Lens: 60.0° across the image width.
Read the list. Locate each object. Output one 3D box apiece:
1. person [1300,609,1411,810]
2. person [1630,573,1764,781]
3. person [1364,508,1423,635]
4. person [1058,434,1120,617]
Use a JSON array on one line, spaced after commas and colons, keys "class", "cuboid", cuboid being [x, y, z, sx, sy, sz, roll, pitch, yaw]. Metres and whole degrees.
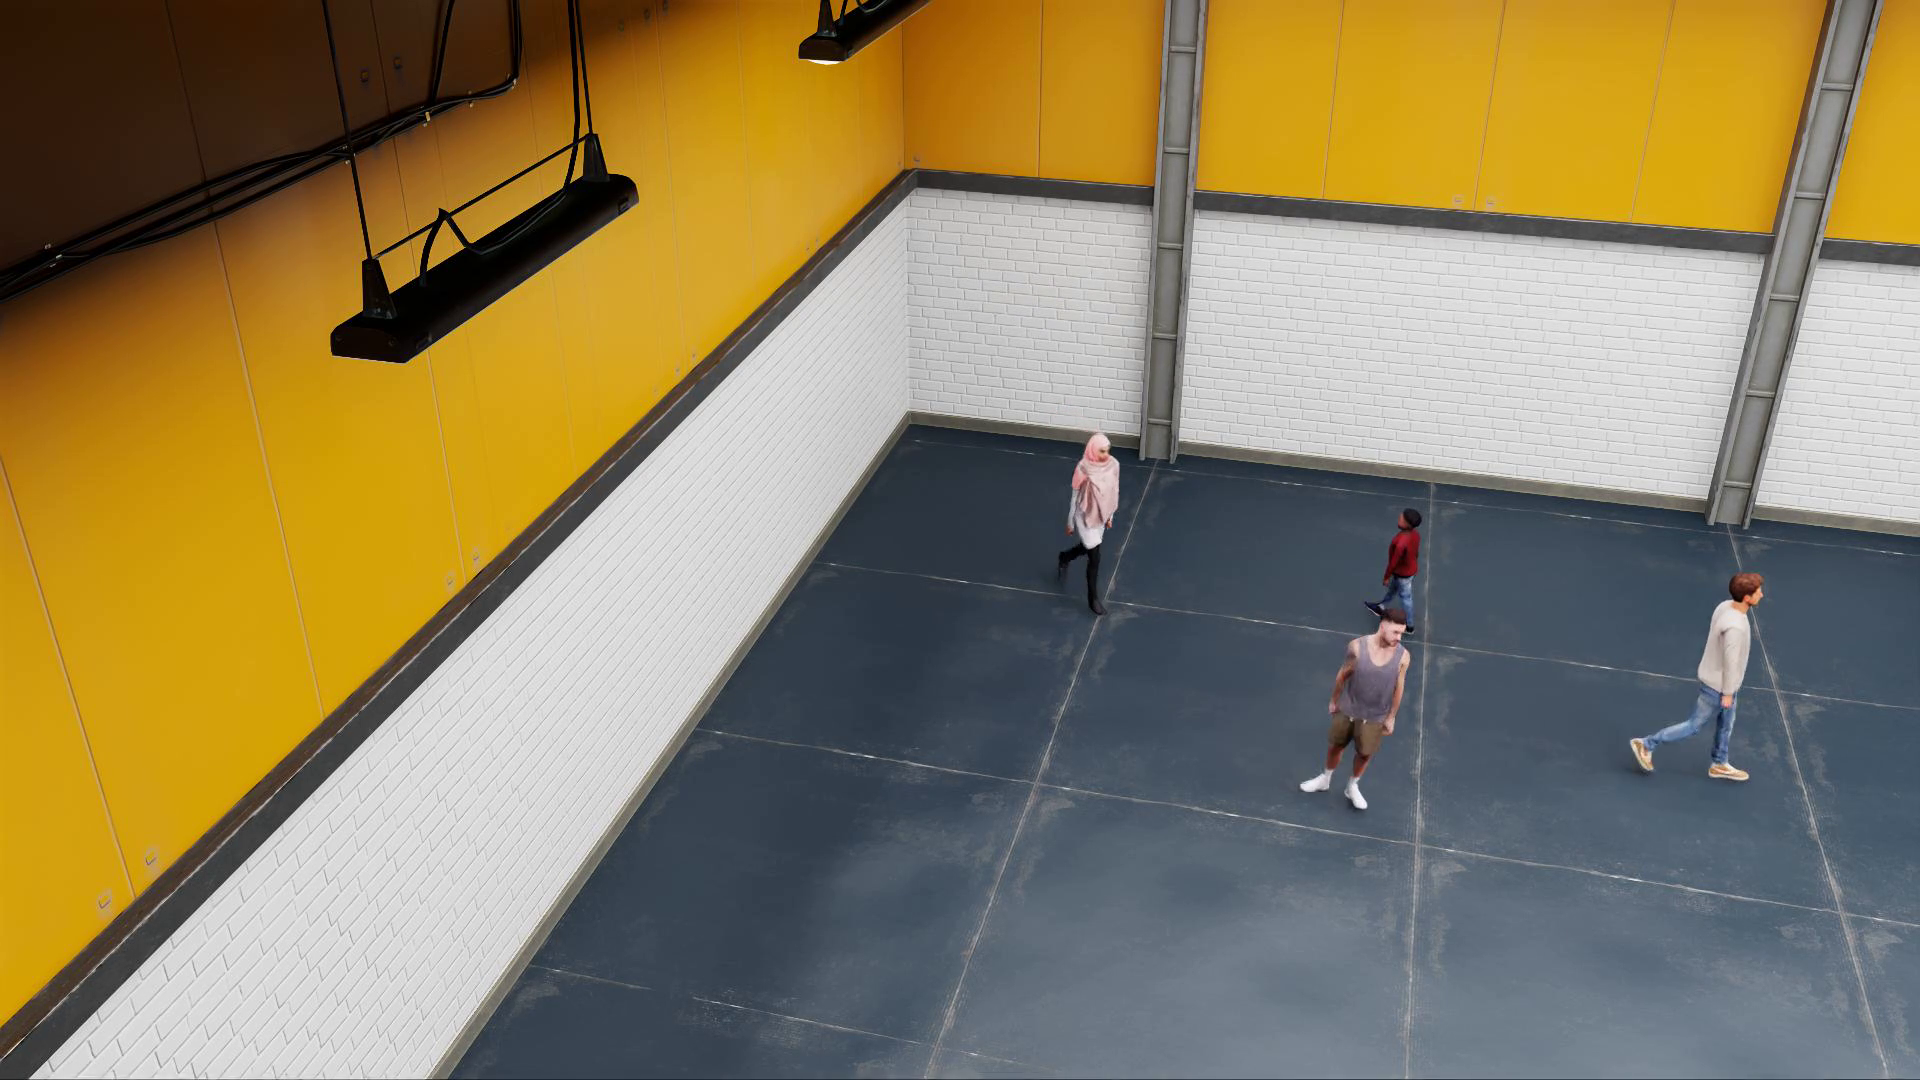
[{"class": "person", "cuboid": [3.074, 1.283, 12.779, 0.478, 1.807, 0.899, 15, 32, 25]}, {"class": "person", "cuboid": [5.880, 1.092, 13.100, 1.187, 1.879, 0.745, 11, 30, 19]}, {"class": "person", "cuboid": [4.123, 0.301, 15.224, 0.852, 1.234, 0.691, 20, 34, 32]}, {"class": "person", "cuboid": [1.167, -0.209, 15.603, 1.119, 1.765, 1.189, -15, 32, -26]}]
